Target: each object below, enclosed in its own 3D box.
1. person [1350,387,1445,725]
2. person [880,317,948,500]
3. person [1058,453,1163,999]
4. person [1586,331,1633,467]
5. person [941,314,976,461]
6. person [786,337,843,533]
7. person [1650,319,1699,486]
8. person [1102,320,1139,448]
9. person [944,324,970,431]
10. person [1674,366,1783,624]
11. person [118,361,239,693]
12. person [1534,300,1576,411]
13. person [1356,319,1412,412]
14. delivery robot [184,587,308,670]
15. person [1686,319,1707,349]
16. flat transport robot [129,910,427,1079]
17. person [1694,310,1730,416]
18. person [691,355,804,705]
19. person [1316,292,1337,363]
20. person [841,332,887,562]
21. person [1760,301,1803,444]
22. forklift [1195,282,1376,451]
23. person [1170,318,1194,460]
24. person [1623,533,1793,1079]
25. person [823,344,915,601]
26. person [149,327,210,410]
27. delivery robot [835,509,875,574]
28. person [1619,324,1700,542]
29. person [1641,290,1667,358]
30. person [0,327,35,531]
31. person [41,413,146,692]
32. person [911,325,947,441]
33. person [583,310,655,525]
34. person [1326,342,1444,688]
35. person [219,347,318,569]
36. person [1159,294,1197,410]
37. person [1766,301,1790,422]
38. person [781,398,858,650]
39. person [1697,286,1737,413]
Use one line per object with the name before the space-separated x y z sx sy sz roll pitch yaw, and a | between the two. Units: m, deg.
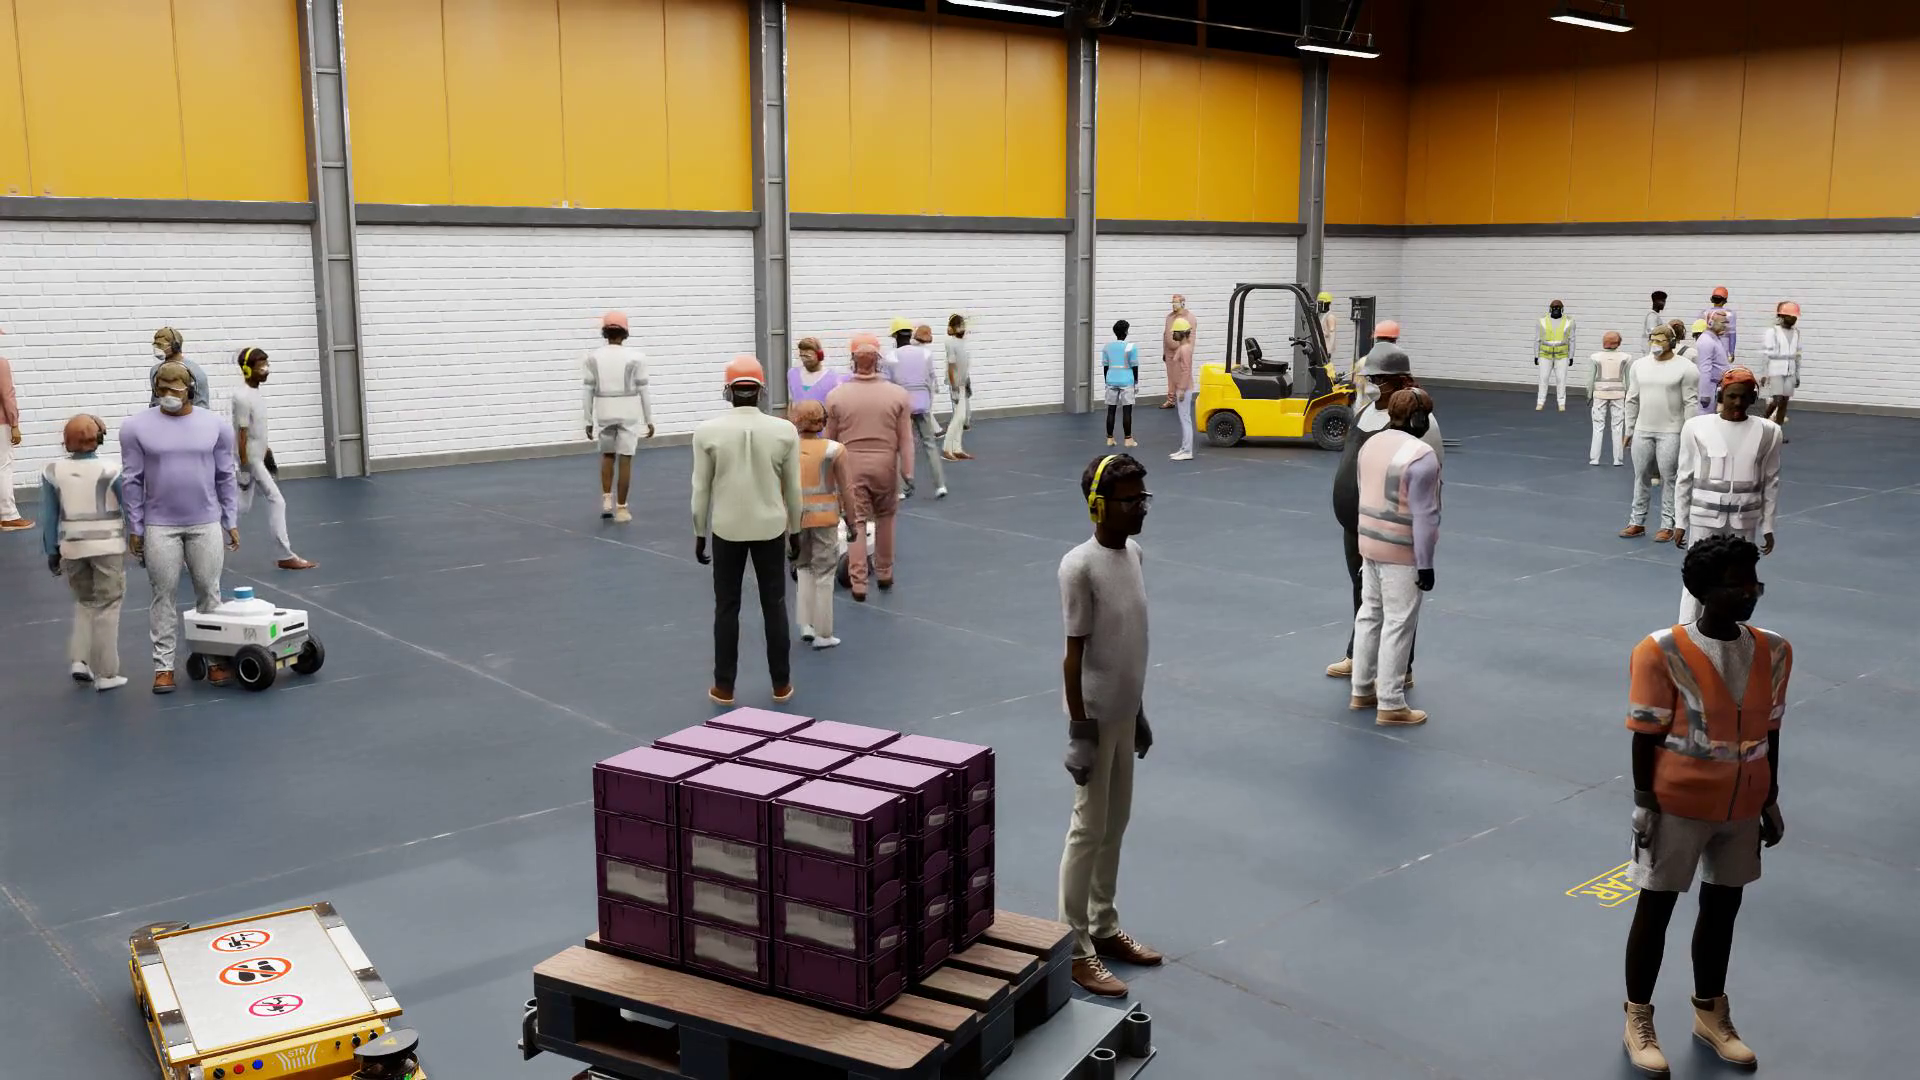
person | 2.397 0.083 9.106 0.431 1.834 0.640 -3 10 -15
person | -0.485 -1.350 17.266 0.766 1.898 0.574 -4 10 -22
person | 0.526 0.626 5.776 0.317 1.870 0.531 6 11 30
person | 7.832 -1.700 20.076 0.517 1.636 0.313 4 10 20
person | -0.036 -1.892 20.660 0.383 1.833 0.589 4 10 20
person | -1.297 -0.907 14.892 0.739 1.822 0.529 6 11 30
person | 7.823 -1.502 18.306 0.506 1.847 0.350 4 11 23
person | 2.132 -2.064 22.032 0.541 1.698 0.317 6 11 30
person | -0.040 -2.369 23.996 0.267 1.632 0.507 8 13 40
person | 4.585 -0.100 9.976 0.573 1.887 0.356 3 10 15
person | -4.544 -0.082 9.735 0.627 1.934 0.370 -5 11 -29
person | 9.727 -3.017 27.246 0.645 1.831 0.431 4 10 21
person | 4.144 -1.203 16.355 0.544 1.920 0.584 5 11 28
delivery robot | -4.267 0.525 9.937 0.707 0.478 0.477 3 10 19
person | 9.076 -1.834 20.480 0.533 1.767 0.327 4 11 24
flat transport robot | -2.229 1.499 5.335 0.652 0.197 1.431 -6 11 -32
person | 8.815 -1.741 19.539 0.399 1.905 0.643 5 11 29
person | -1.206 -0.060 9.492 0.636 1.981 0.429 -2 10 -13
person | 6.240 -3.284 28.505 0.387 1.922 0.594 -1 10 -4
person | -0.790 -0.752 13.702 0.407 1.936 0.554 -4 10 -22
person | 11.115 -2.254 22.480 0.574 1.924 0.416 -2 10 -11
forklift | 4.328 -2.346 22.227 2.313 2.155 1.214 3 10 16
person | 2.752 -1.874 20.714 0.326 1.766 0.533 1 10 5
person | 2.308 0.816 5.158 0.535 1.700 0.318 -2 10 -10
person | -0.688 -0.524 12.488 0.693 1.872 0.869 -1 10 -4
person | -6.664 -0.846 14.191 0.638 1.938 0.357 5 11 26
delivery robot | -0.943 0.003 12.990 0.477 0.478 0.707 5 11 25
person | 6.221 -0.952 14.809 0.356 1.937 0.633 -9 13 -41
person | 11.547 -3.172 27.732 0.368 1.963 0.609 4 10 22
person | -8.946 -1.077 15.379 0.622 1.993 0.382 3 10 17
person | -5.030 0.075 9.709 0.528 1.625 0.391 0 10 3
person | -0.473 -2.145 22.833 0.859 1.586 0.520 -5 11 -25
person | -3.228 -1.161 15.770 0.629 2.022 0.517 1 10 5
person | 2.447 -0.141 9.763 0.539 2.000 0.688 -4 11 -24
person | -5.713 -0.629 13.261 0.917 1.827 0.520 -4 10 -20
person | 3.593 -3.104 27.509 0.407 1.908 0.641 -9 13 -42
person | 12.651 -2.753 25.642 0.430 1.845 0.624 4 11 24
person | -0.928 -0.105 10.748 0.551 1.626 0.409 2 10 14
person | 12.232 -3.072 26.917 0.605 2.045 0.377 7 12 36
